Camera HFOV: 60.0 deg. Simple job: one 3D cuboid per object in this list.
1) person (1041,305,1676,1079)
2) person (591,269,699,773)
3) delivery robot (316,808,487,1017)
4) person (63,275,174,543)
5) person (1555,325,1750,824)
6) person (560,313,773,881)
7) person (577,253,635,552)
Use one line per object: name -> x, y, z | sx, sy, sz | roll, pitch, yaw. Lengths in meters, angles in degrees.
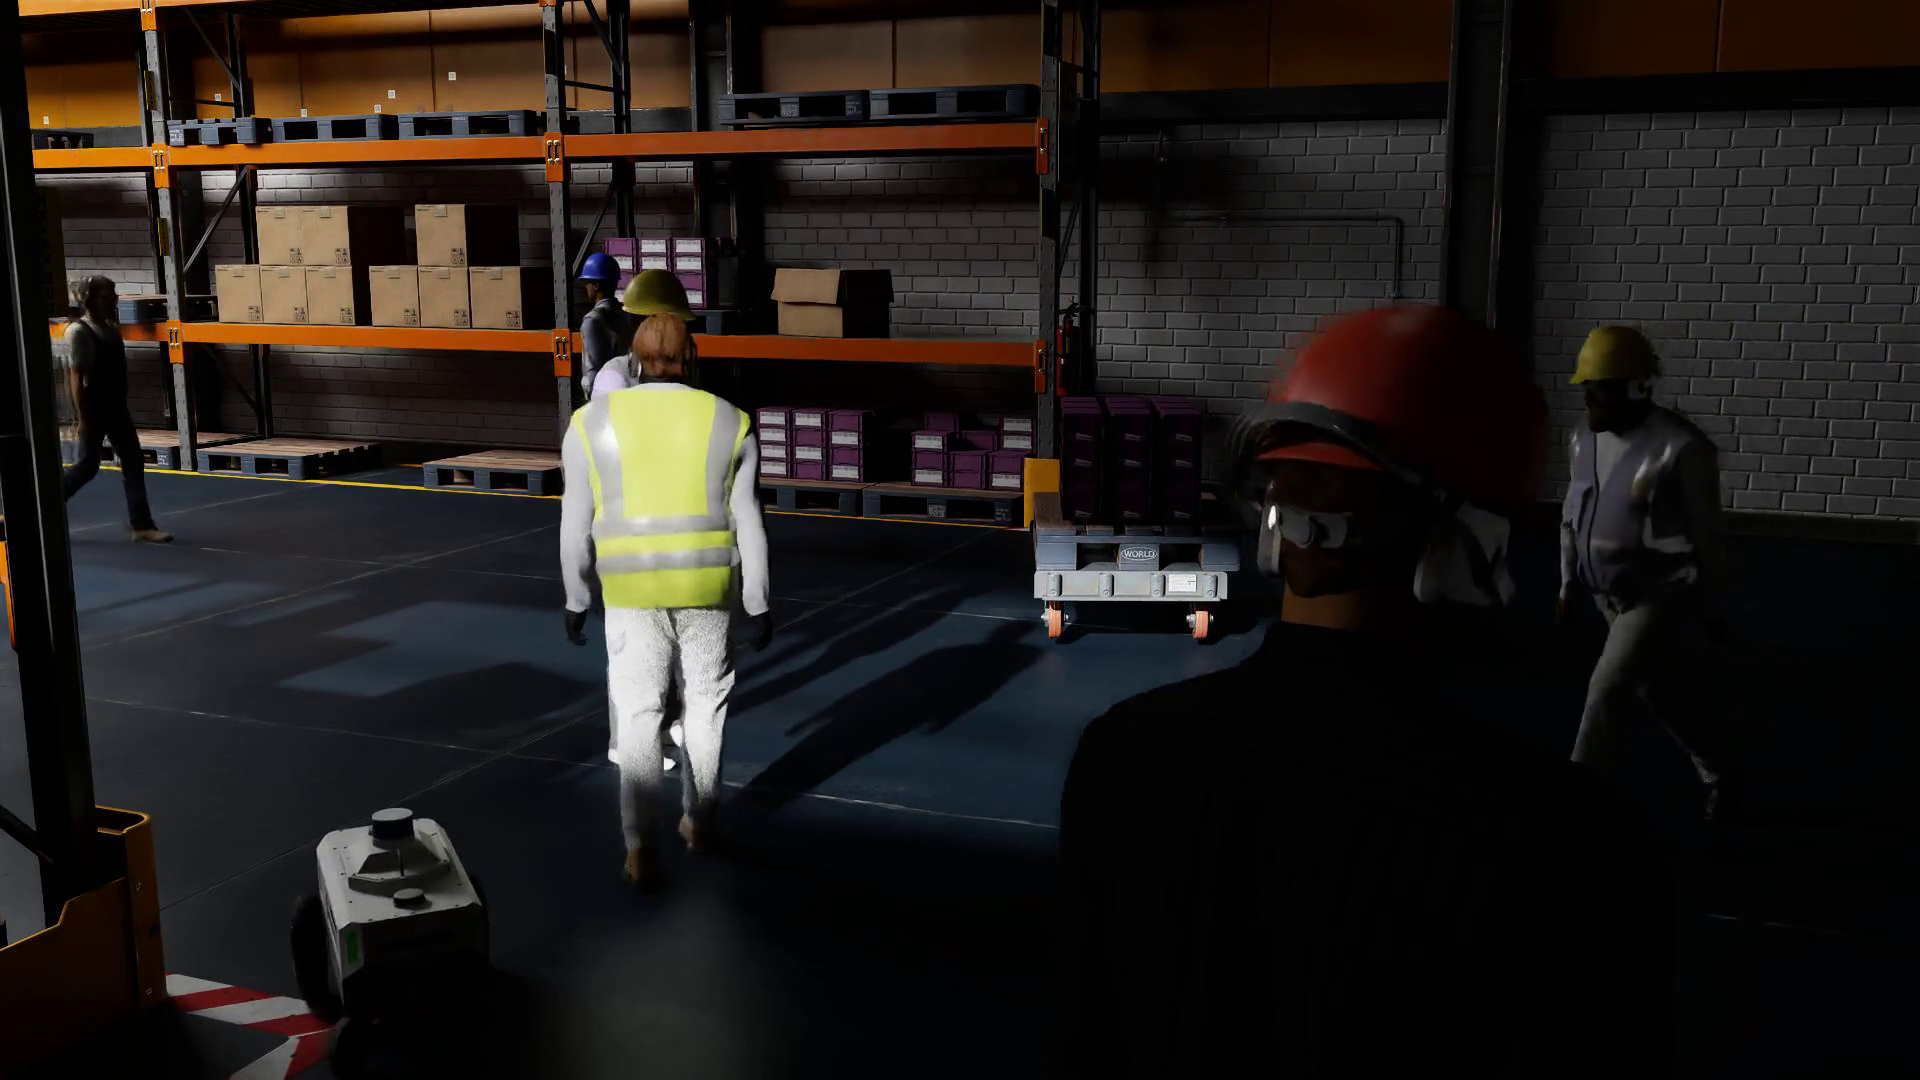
person -> 0.325, 0.791, 1.465 | 0.594, 1.966, 0.801 | -8, 13, -37
person -> -1.169, -0.075, 6.418 | 0.385, 1.918, 0.585 | 3, 11, 19
delivery robot -> -1.457, 0.939, 4.307 | 0.477, 0.478, 0.707 | -5, 11, -25
person -> -5.816, -0.864, 11.133 | 0.890, 1.816, 0.514 | 1, 10, 8
person -> 2.370, 0.146, 5.663 | 0.961, 1.765, 0.596 | -3, 11, -15
person -> -0.928, 0.195, 5.317 | 0.685, 1.798, 0.677 | -2, 10, -11
person -> -2.285, -0.892, 10.884 | 0.397, 1.949, 0.603 | 3, 11, 16
